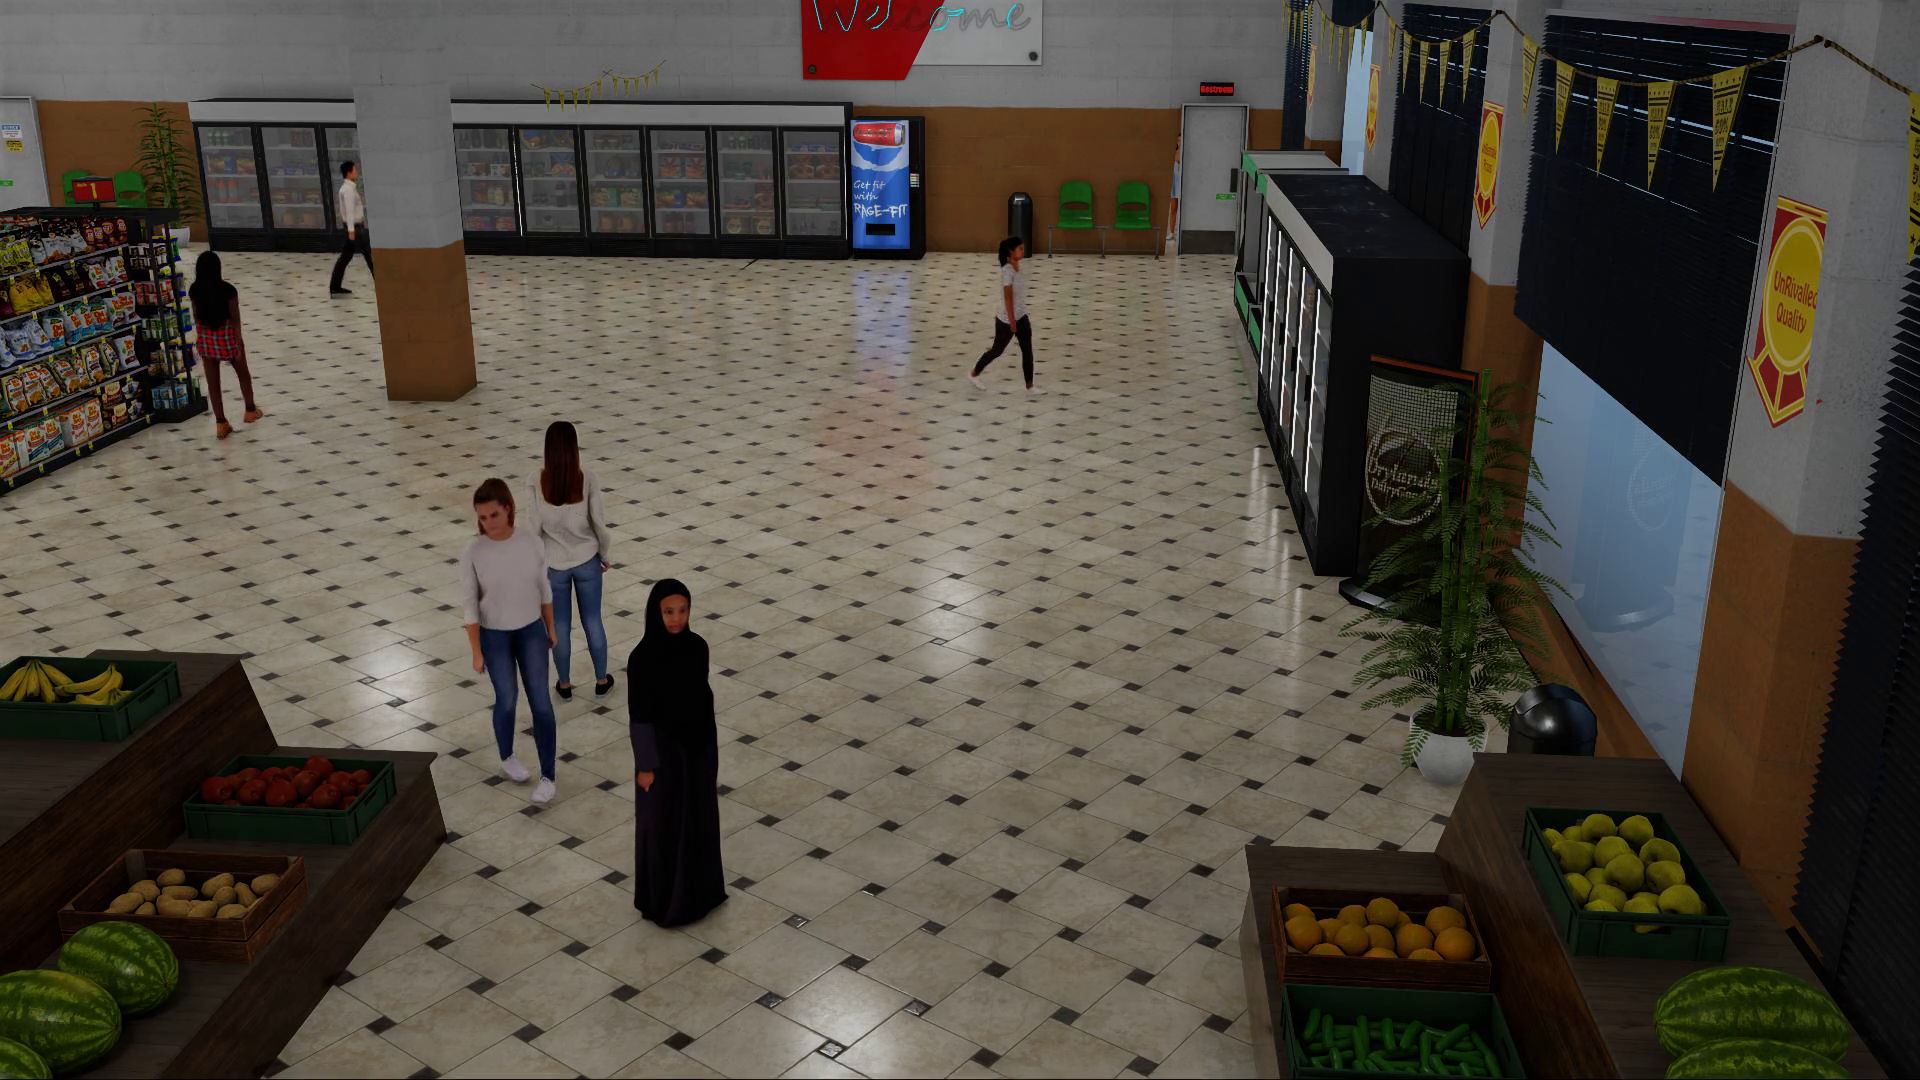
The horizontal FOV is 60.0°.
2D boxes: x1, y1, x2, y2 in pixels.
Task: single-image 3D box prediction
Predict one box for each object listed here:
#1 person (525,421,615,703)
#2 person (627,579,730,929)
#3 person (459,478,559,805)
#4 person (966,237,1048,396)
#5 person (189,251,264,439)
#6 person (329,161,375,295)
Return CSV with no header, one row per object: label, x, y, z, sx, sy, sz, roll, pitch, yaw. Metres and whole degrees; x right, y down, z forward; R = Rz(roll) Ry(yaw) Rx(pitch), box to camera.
person,-2.289,0.125,9.773,0.682,1.691,0.642,-4,19,-10
person,-1.280,0.937,7.487,0.775,1.615,0.700,16,25,40
person,-2.347,0.483,8.692,0.879,1.703,1.006,-11,22,-29
person,0.435,-2.247,16.940,0.886,1.608,1.104,9,20,24
person,-6.902,-1.791,15.436,0.738,1.704,0.989,-3,19,-10
person,-8.212,-4.125,22.272,1.132,1.760,1.227,-9,20,-24
